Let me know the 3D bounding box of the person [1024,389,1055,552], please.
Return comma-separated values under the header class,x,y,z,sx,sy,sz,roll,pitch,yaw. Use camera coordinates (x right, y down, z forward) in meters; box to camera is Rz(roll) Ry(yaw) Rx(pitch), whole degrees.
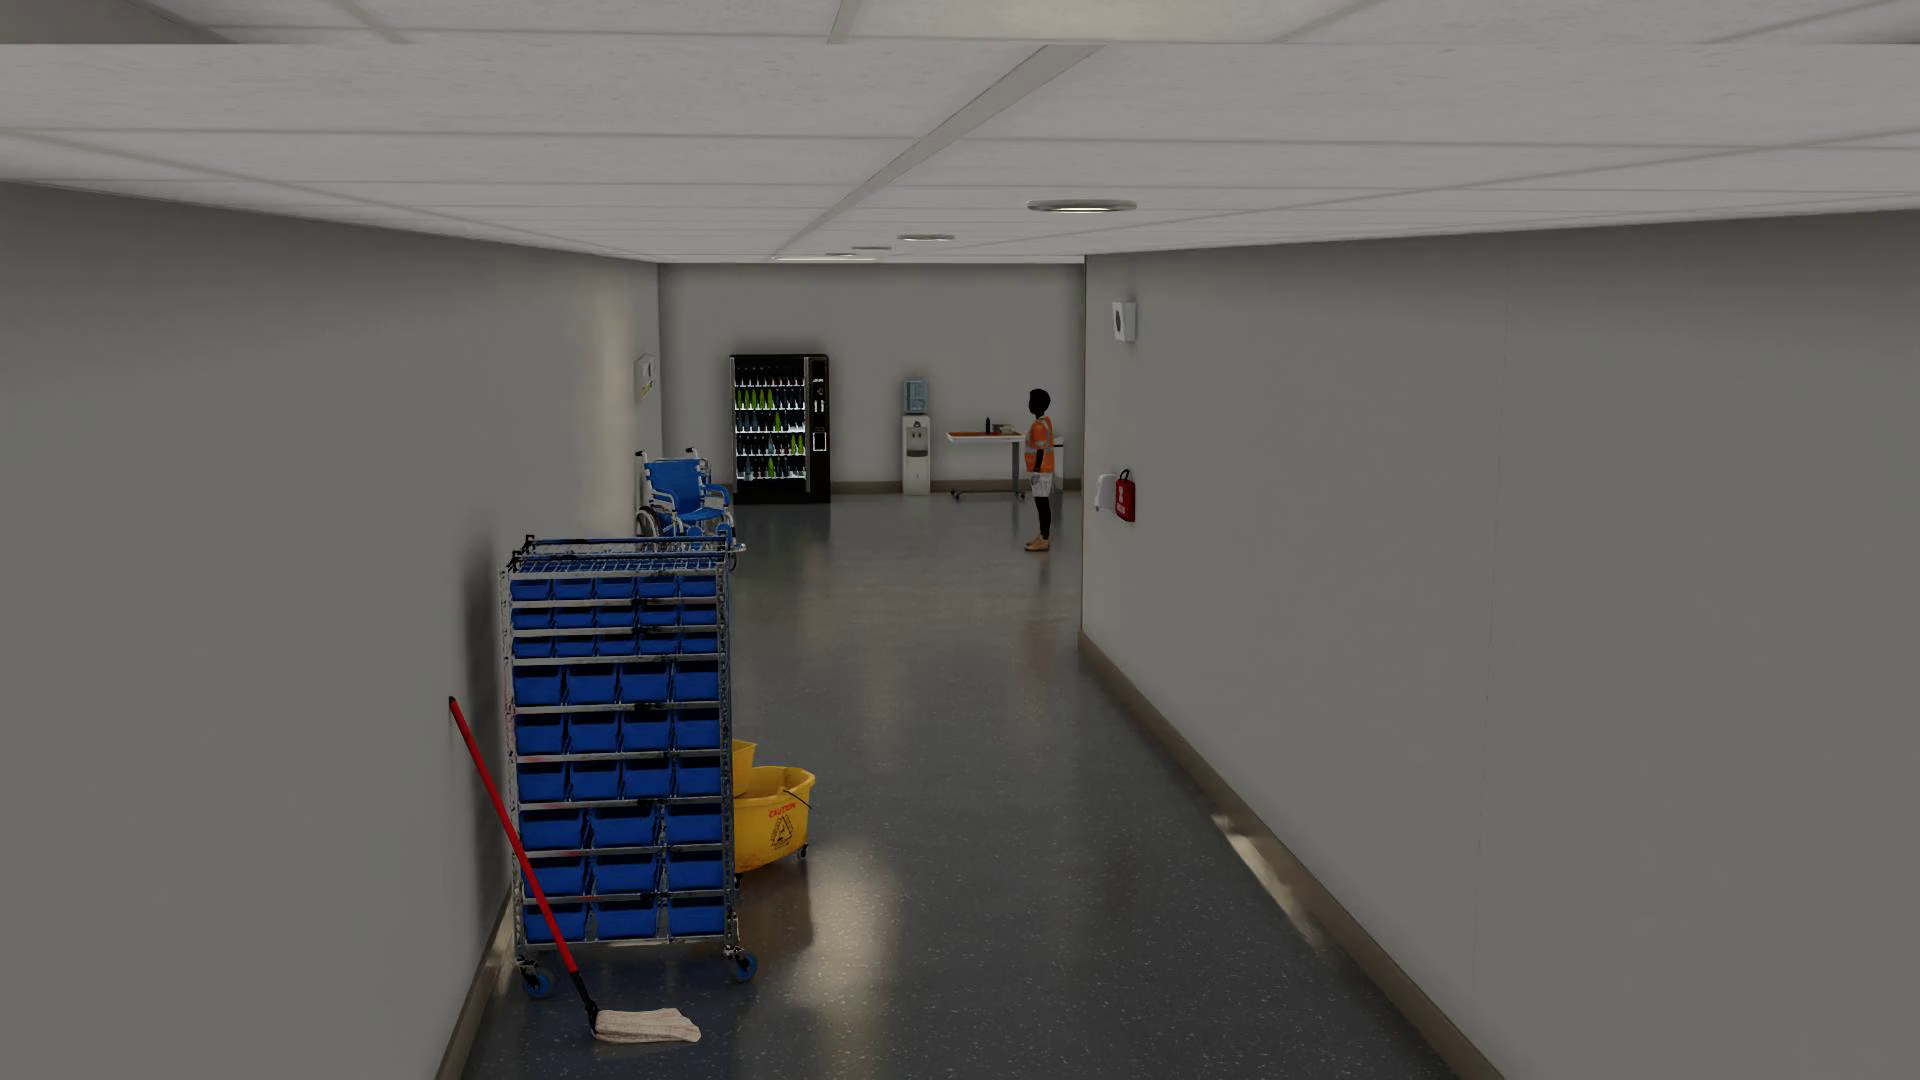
class,x,y,z,sx,sy,sz,roll,pitch,yaw
person,0.827,-0.728,17.338,0.316,1.696,0.540,1,9,8
